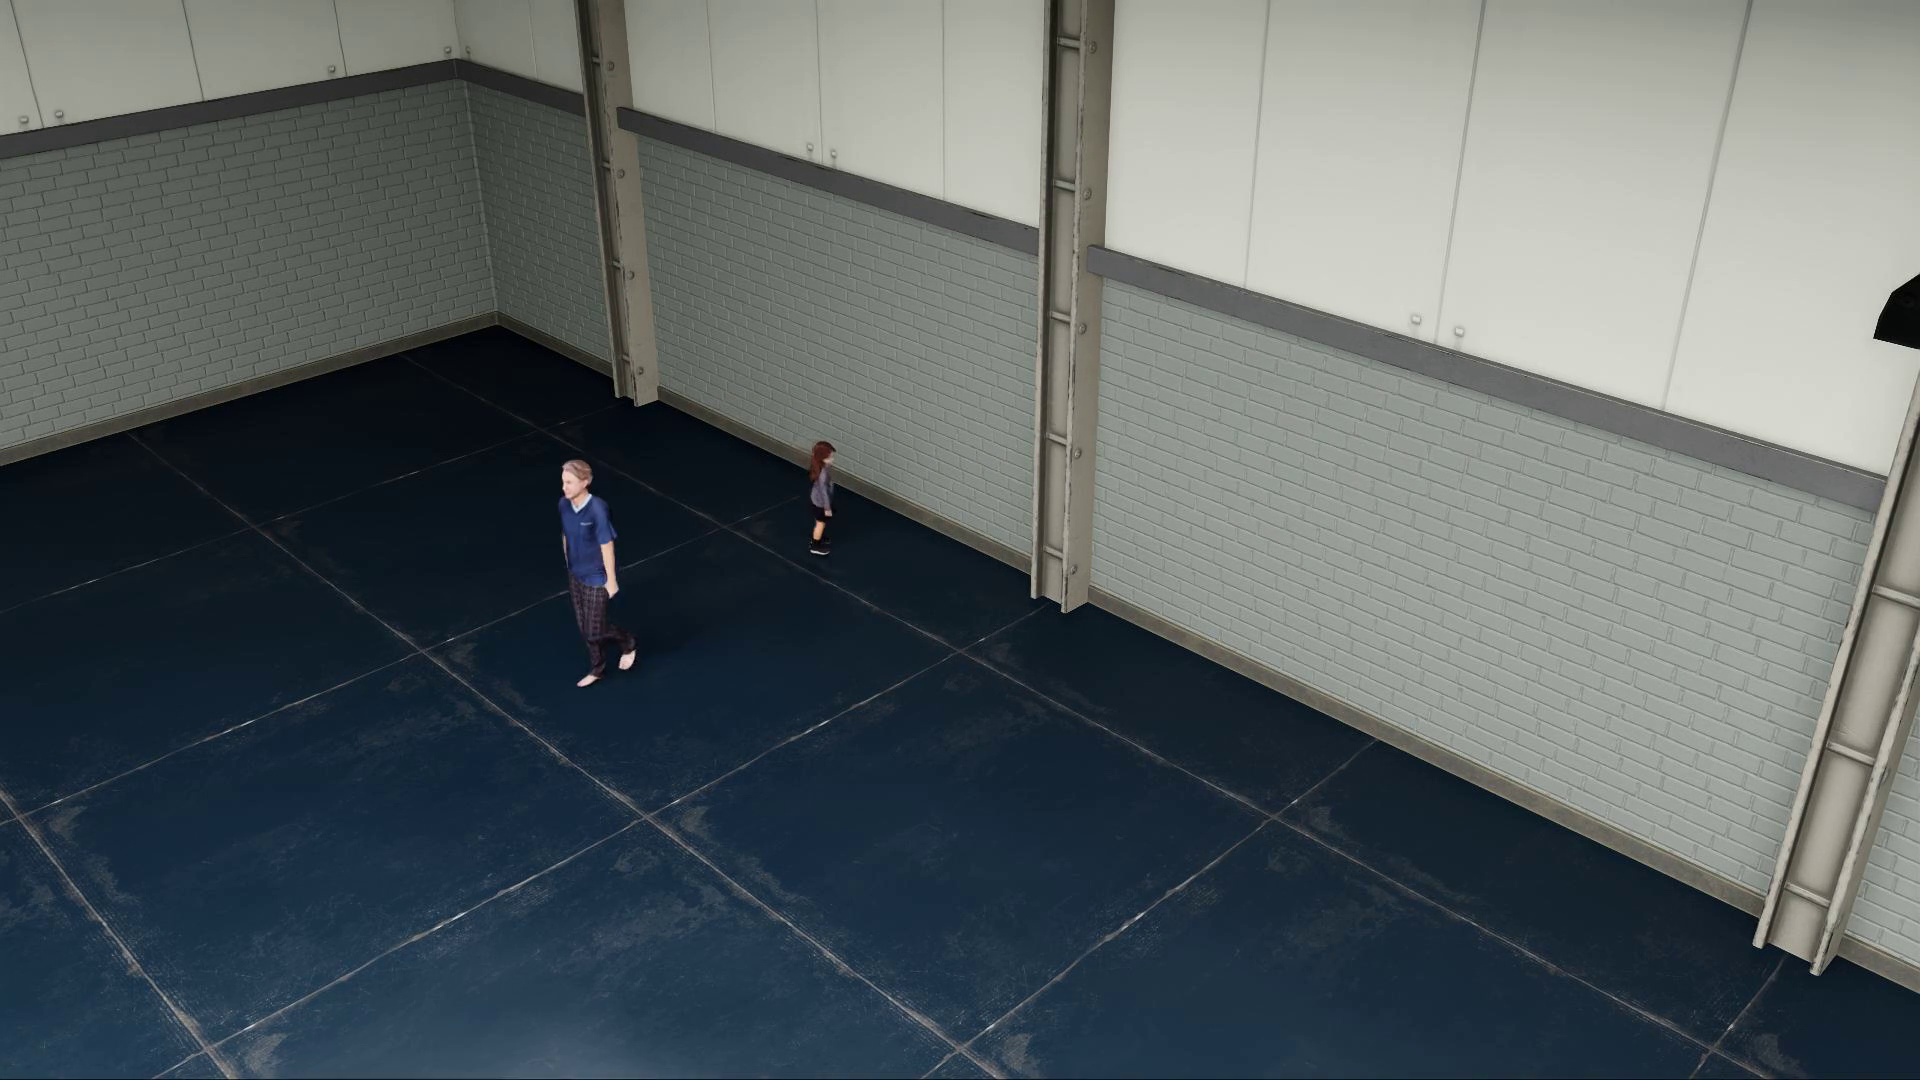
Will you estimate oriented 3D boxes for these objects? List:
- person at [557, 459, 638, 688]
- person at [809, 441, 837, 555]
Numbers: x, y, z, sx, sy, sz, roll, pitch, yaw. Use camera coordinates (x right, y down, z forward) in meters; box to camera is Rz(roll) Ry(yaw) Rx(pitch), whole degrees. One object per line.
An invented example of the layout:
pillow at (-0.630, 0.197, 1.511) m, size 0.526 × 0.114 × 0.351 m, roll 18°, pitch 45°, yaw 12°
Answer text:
person at (-2.678, 0.236, 12.338) m, size 0.734 × 1.855 × 0.789 m, roll 18°, pitch 33°, yaw 31°
person at (-1.211, -0.371, 14.306) m, size 0.637 × 1.076 × 0.583 m, roll -5°, pitch 28°, yaw -9°
